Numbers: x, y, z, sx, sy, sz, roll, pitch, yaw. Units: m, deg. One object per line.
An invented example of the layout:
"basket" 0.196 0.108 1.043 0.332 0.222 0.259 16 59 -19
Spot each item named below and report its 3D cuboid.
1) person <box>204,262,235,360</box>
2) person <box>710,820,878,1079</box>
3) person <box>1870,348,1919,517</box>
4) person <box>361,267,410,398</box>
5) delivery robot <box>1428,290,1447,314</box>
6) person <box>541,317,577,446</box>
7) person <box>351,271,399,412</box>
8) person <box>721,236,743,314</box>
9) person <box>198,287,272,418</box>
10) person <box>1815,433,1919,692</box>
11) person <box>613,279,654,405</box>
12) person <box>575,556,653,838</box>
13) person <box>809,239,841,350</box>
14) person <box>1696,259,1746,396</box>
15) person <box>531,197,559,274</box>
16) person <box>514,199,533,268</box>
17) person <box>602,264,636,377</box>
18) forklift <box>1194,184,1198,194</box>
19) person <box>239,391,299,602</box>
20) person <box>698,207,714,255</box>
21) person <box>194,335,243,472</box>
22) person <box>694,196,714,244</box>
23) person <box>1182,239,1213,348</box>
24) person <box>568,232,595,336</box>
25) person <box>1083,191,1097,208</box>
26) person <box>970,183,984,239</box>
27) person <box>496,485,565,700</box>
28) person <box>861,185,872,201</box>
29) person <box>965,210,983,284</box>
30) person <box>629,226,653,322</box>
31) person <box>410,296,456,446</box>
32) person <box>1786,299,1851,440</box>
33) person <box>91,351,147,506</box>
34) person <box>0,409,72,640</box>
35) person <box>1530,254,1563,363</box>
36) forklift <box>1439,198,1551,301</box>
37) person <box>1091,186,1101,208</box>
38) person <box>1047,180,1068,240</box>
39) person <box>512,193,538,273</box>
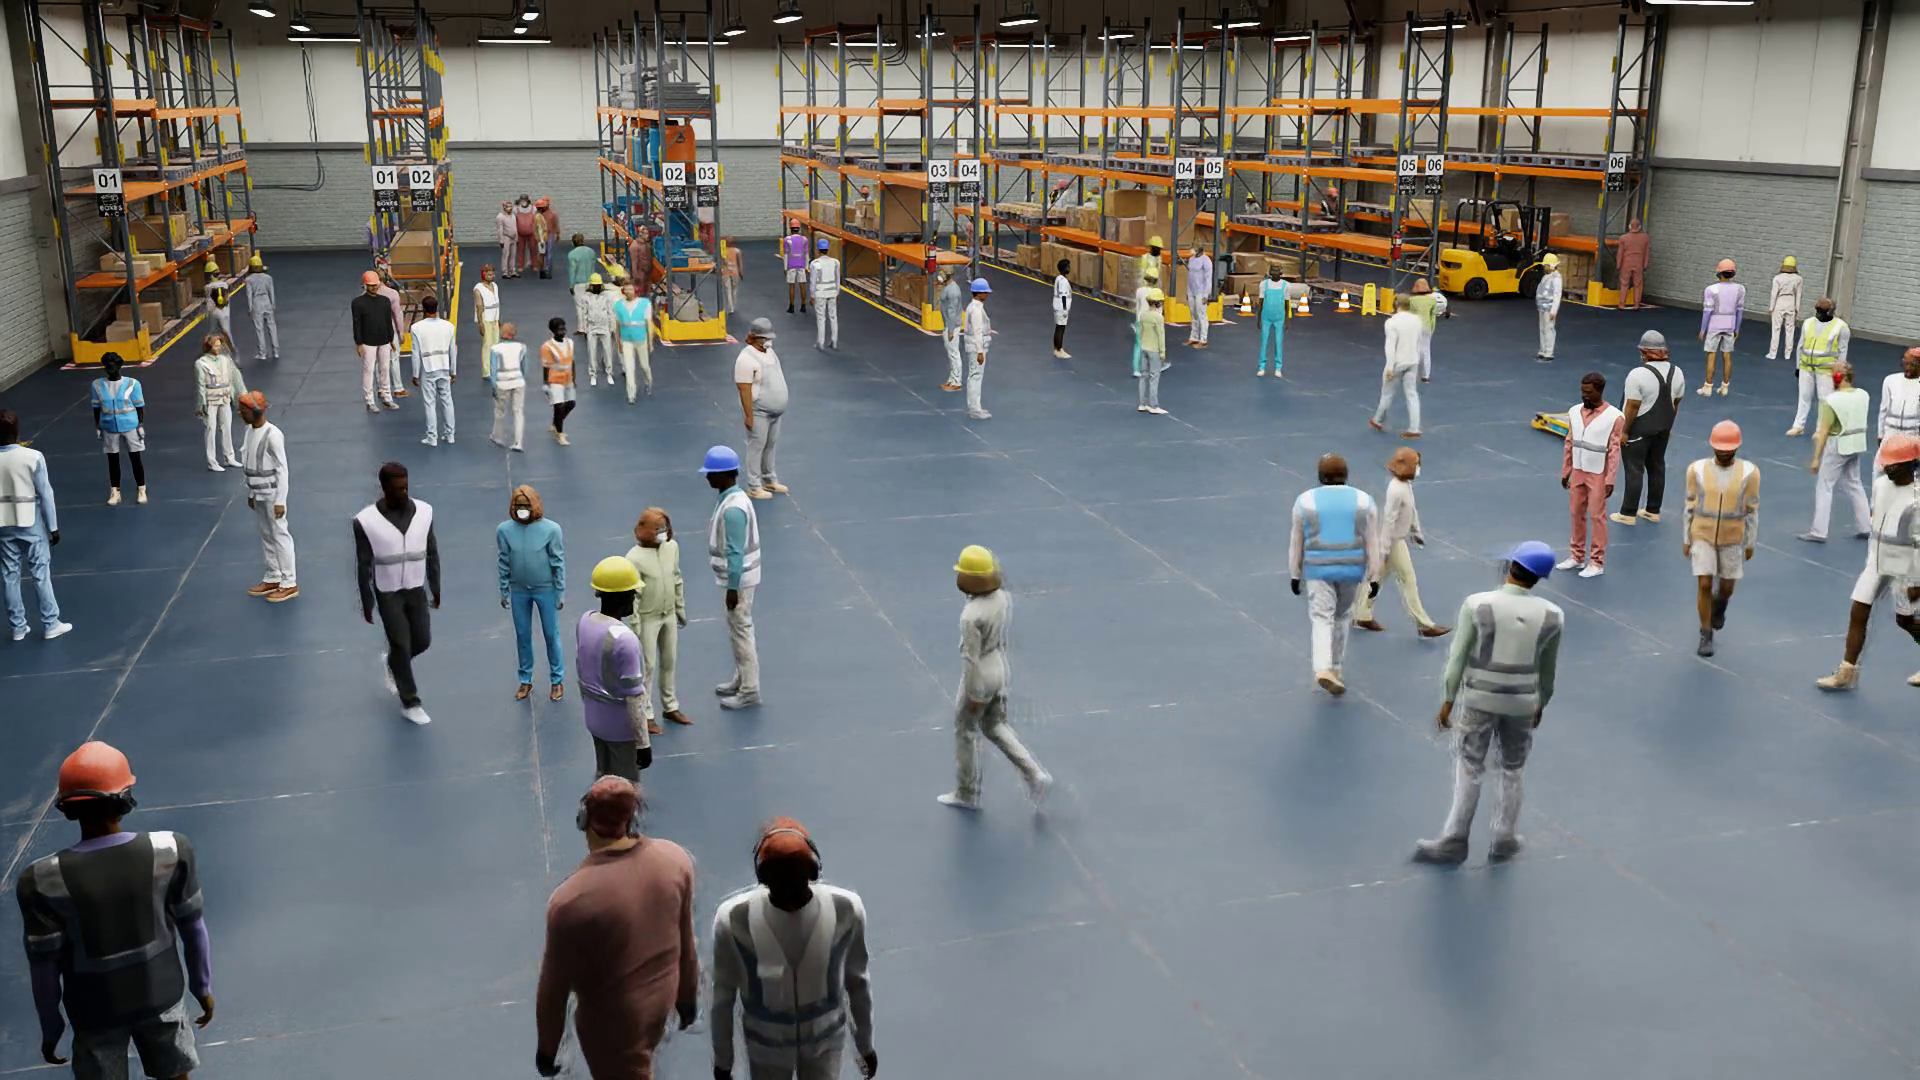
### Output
"person" -12.137 -3.645 27.182 0.324 1.767 0.533 3 15 13
"person" -0.638 1.859 6.321 0.621 1.854 0.825 -3 15 -11
"person" 9.788 -1.064 17.280 0.631 1.861 0.578 -13 20 -41
"person" -8.532 -3.073 24.698 0.632 1.940 0.372 3 15 11
"delivery robot" 9.690 -4.858 33.886 0.477 0.478 0.707 1 15 5
"person" -5.178 -2.046 21.346 0.518 1.670 0.547 10 18 32
"person" -8.313 -2.826 23.657 0.381 1.994 0.622 12 19 38
"person" -4.779 -5.493 34.461 0.532 1.592 0.856 -5 16 -17
"person" -10.239 -2.615 23.213 0.996 1.813 0.547 -9 17 -31
"person" 7.011 0.172 12.392 1.009 1.999 0.628 -3 15 -12
"person" -4.766 -2.934 24.404 0.587 1.823 0.778 0 15 -1
"person" -1.903 1.024 9.301 0.366 1.926 0.594 -13 19 -40
"person" -2.398 -4.352 29.490 0.605 1.948 0.391 -10 18 -33
"person" 11.341 -3.162 24.830 0.605 2.045 0.378 -1 15 -2
"person" -10.562 -7.770 42.398 0.620 1.932 1.063 1 15 4
"person" -11.494 -8.009 43.513 0.634 1.810 0.613 10 18 34
"person" -5.500 -3.517 26.617 0.719 1.810 0.597 9 17 30
"forklift" 7.392 -11.333 53.972 1.873 2.768 1.129 -4 15 -15
"person" -6.136 -0.394 14.716 0.573 1.886 0.356 13 20 41
"person" -7.204 -9.032 47.071 0.556 1.958 0.627 12 19 38
"person" -8.889 -1.639 19.892 0.313 1.634 0.514 6 16 21
"person" -7.811 -9.862 50.545 0.581 1.790 0.837 6 16 20
"person" 4.248 -4.396 29.677 0.353 1.936 0.635 -7 16 -25
"person" -7.083 -4.795 31.198 0.364 1.933 0.630 11 18 35
"person" 3.710 -8.950 47.078 0.694 1.813 0.600 13 20 41
"person" 0.534 -9.643 49.400 0.391 1.948 0.605 14 20 43
"person" -3.153 0.386 12.280 0.500 1.627 0.278 1 15 3
"person" -2.777 -9.549 49.228 0.328 1.861 0.507 -10 18 -33
"person" 0.345 -7.076 40.093 0.311 1.769 0.525 13 20 41
"person" -6.277 -5.263 33.025 0.399 1.900 0.648 5 16 19
"person" -6.739 -2.172 21.373 0.592 1.912 0.385 -13 20 -41
"person" 11.229 -2.239 21.755 0.430 1.838 0.624 -11 18 -35
"person" -9.189 -1.222 18.194 0.533 1.697 0.318 -4 15 -13
"person" -7.700 -0.116 13.610 0.590 1.919 0.392 -2 15 -7
"person" 9.906 -3.910 28.057 0.404 1.827 0.600 0 15 0
"forklift" 11.913 -6.508 37.130 2.313 2.155 1.214 -4 15 -15
"person" 4.326 -10.448 53.029 0.499 1.635 0.287 13 19 40
"person" 3.086 -10.307 52.059 0.917 1.883 0.605 1 15 3
"person" -11.080 -7.862 42.522 0.682 2.000 0.536 -3 15 -11
